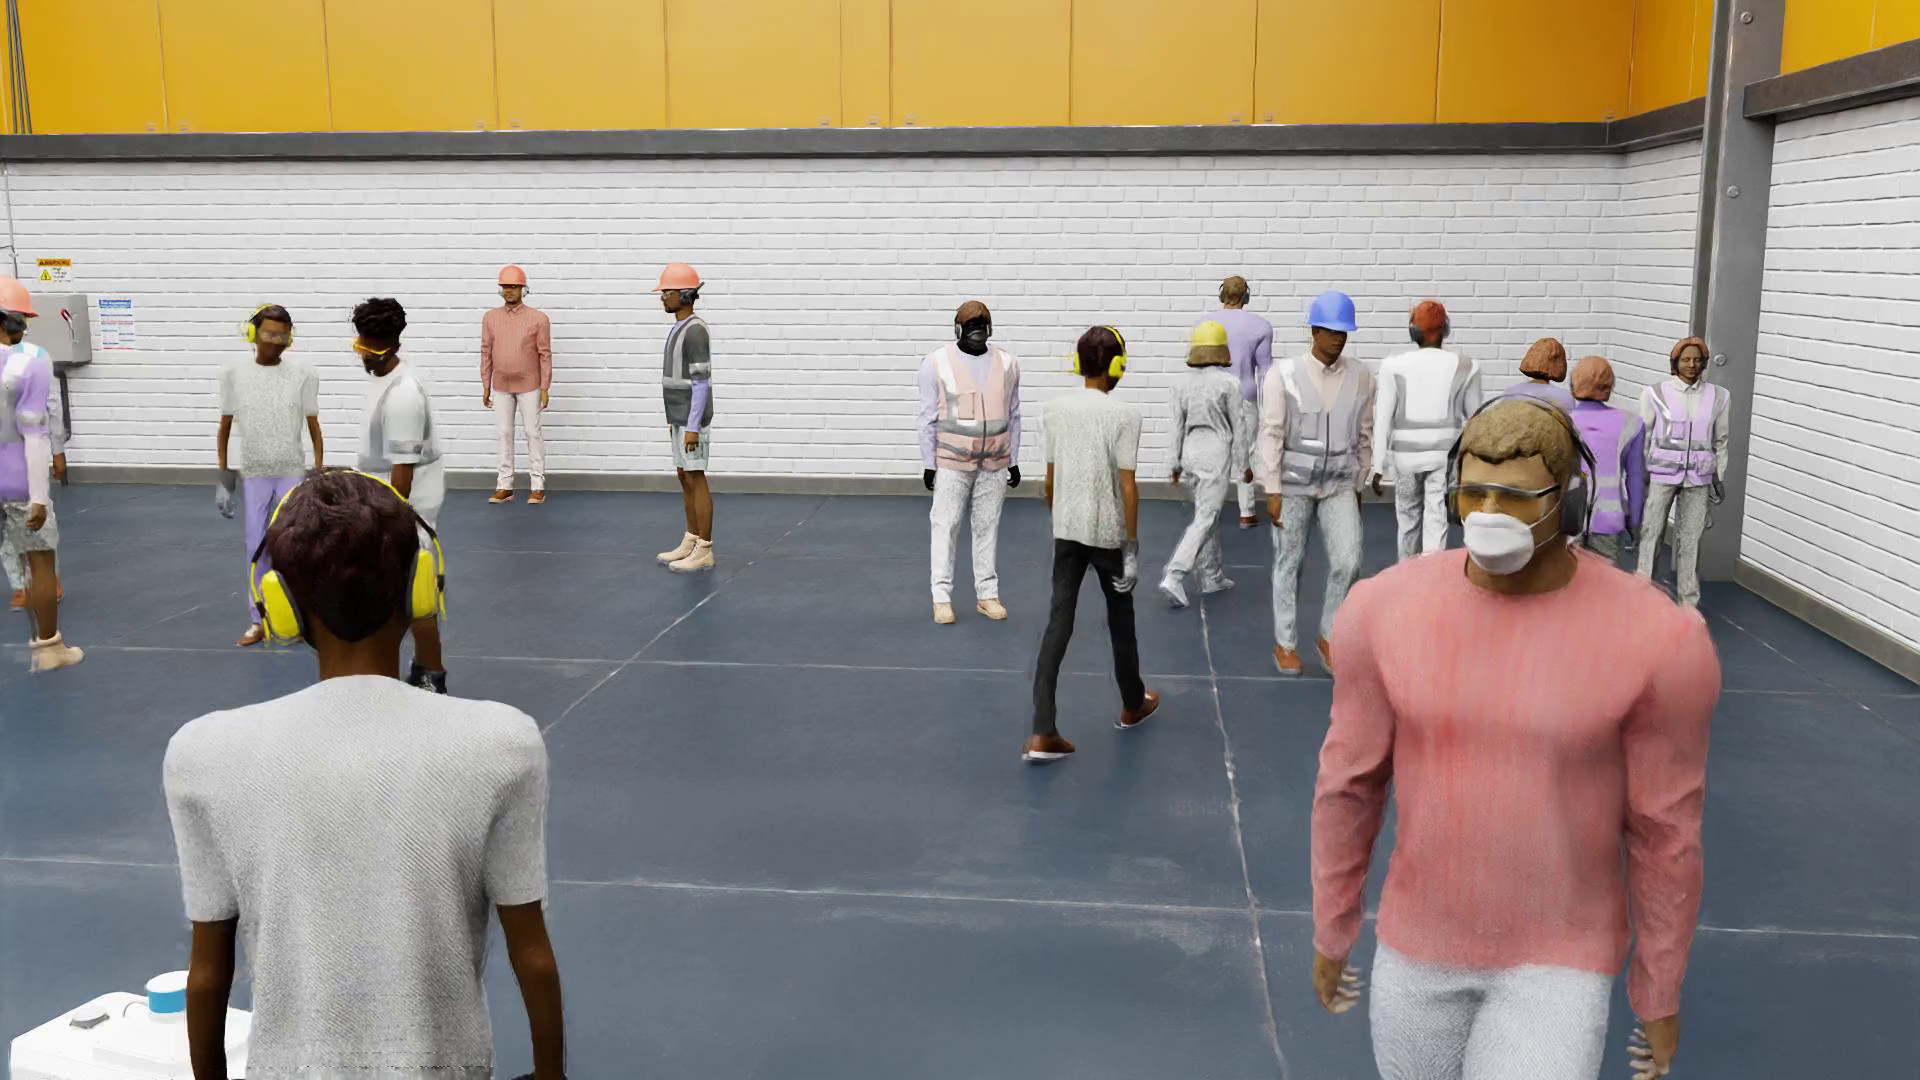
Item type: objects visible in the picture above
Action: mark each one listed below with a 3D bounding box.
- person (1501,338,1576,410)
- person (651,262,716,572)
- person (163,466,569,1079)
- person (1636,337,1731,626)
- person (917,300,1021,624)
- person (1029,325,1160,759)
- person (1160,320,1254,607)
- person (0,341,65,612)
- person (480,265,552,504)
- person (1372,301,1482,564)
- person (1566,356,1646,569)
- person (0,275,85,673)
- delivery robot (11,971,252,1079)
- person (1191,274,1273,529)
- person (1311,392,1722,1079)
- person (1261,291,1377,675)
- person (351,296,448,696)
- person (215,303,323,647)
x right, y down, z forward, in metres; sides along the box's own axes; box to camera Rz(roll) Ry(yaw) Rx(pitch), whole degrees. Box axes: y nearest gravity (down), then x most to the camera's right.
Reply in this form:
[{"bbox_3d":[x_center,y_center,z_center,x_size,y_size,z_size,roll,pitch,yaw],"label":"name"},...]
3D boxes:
[{"bbox_3d":[3.289,-0.336,9.499,0.269,1.632,0.505,-6,12,-32],"label":"person"},{"bbox_3d":[-1.832,-0.810,11.043,0.378,2.044,0.607,-4,11,-22],"label":"person"},{"bbox_3d":[-0.808,0.821,2.298,0.525,1.845,0.540,-3,10,-15],"label":"person"},{"bbox_3d":[4.080,-0.329,9.441,0.514,1.641,0.308,1,10,6],"label":"person"},{"bbox_3d":[0.071,-0.446,9.538,0.624,1.844,0.430,-4,11,-20],"label":"person"},{"bbox_3d":[0.573,-0.006,7.112,0.510,1.814,0.992,6,12,30],"label":"person"},{"bbox_3d":[1.455,-0.470,10.059,0.851,1.708,0.491,-9,13,-42],"label":"person"},{"bbox_3d":[-5.581,-0.515,9.727,0.607,1.917,0.465,-3,10,-19],"label":"person"},{"bbox_3d":[-3.724,-1.295,13.954,0.611,1.997,0.375,1,10,6],"label":"person"},{"bbox_3d":[2.709,-0.456,9.614,0.598,1.824,1.047,3,10,16],"label":"person"},{"bbox_3d":[2.985,-0.077,8.030,0.552,1.623,0.480,2,10,9],"label":"person"},{"bbox_3d":[-4.704,-0.272,8.071,0.603,2.013,0.862,1,10,7],"label":"person"},{"bbox_3d":[-1.696,1.183,3.619,0.707,0.478,0.477,4,11,21],"label":"delivery robot"},{"bbox_3d":[2.073,-1.053,12.730,0.633,1.938,0.356,3,10,16],"label":"person"},{"bbox_3d":[0.947,0.684,2.904,0.640,1.912,0.922,6,12,31],"label":"person"},{"bbox_3d":[1.761,-0.258,8.219,0.604,1.926,0.594,-1,10,-4],"label":"person"},{"bbox_3d":[-2.576,-0.157,7.670,0.369,1.928,0.739,-4,11,-21],"label":"person"},{"bbox_3d":[-3.687,-0.330,8.902,0.576,1.843,0.439,-3,10,-17],"label":"person"}]
